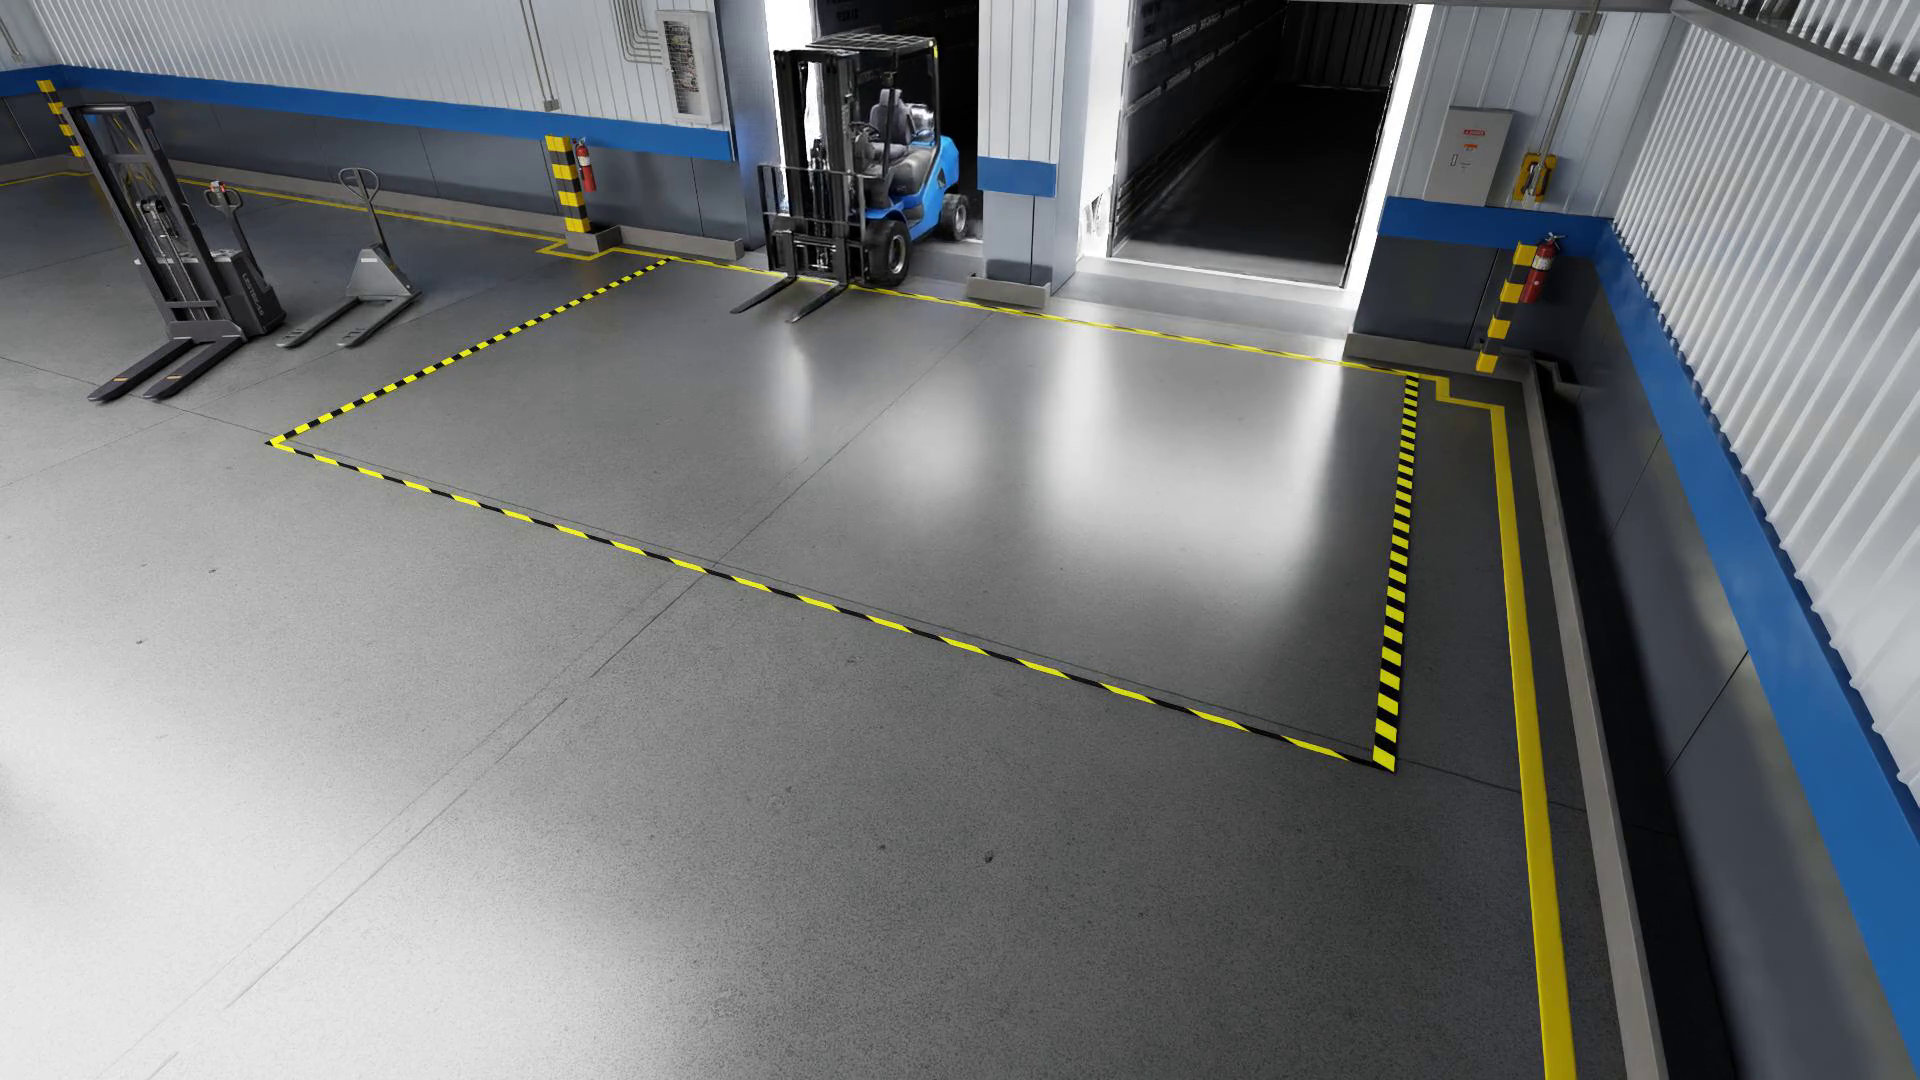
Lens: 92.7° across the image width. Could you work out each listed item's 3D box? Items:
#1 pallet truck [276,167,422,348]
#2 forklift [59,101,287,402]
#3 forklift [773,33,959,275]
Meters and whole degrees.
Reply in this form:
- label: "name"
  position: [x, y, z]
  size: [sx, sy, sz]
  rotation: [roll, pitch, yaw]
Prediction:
- label: "pallet truck"
  position: [-5.732, -2.611, 8.414]
  size: [0.680, 1.201, 1.601]
  rotation: [-1, 35, -1]
- label: "forklift"
  position: [-6.686, -2.387, 7.434]
  size: [0.823, 1.965, 1.885]
  rotation: [-3, 35, -5]
- label: "forklift"
  position: [-0.928, -4.131, 9.599]
  size: [1.157, 2.036, 2.680]
  rotation: [13, 37, 18]
